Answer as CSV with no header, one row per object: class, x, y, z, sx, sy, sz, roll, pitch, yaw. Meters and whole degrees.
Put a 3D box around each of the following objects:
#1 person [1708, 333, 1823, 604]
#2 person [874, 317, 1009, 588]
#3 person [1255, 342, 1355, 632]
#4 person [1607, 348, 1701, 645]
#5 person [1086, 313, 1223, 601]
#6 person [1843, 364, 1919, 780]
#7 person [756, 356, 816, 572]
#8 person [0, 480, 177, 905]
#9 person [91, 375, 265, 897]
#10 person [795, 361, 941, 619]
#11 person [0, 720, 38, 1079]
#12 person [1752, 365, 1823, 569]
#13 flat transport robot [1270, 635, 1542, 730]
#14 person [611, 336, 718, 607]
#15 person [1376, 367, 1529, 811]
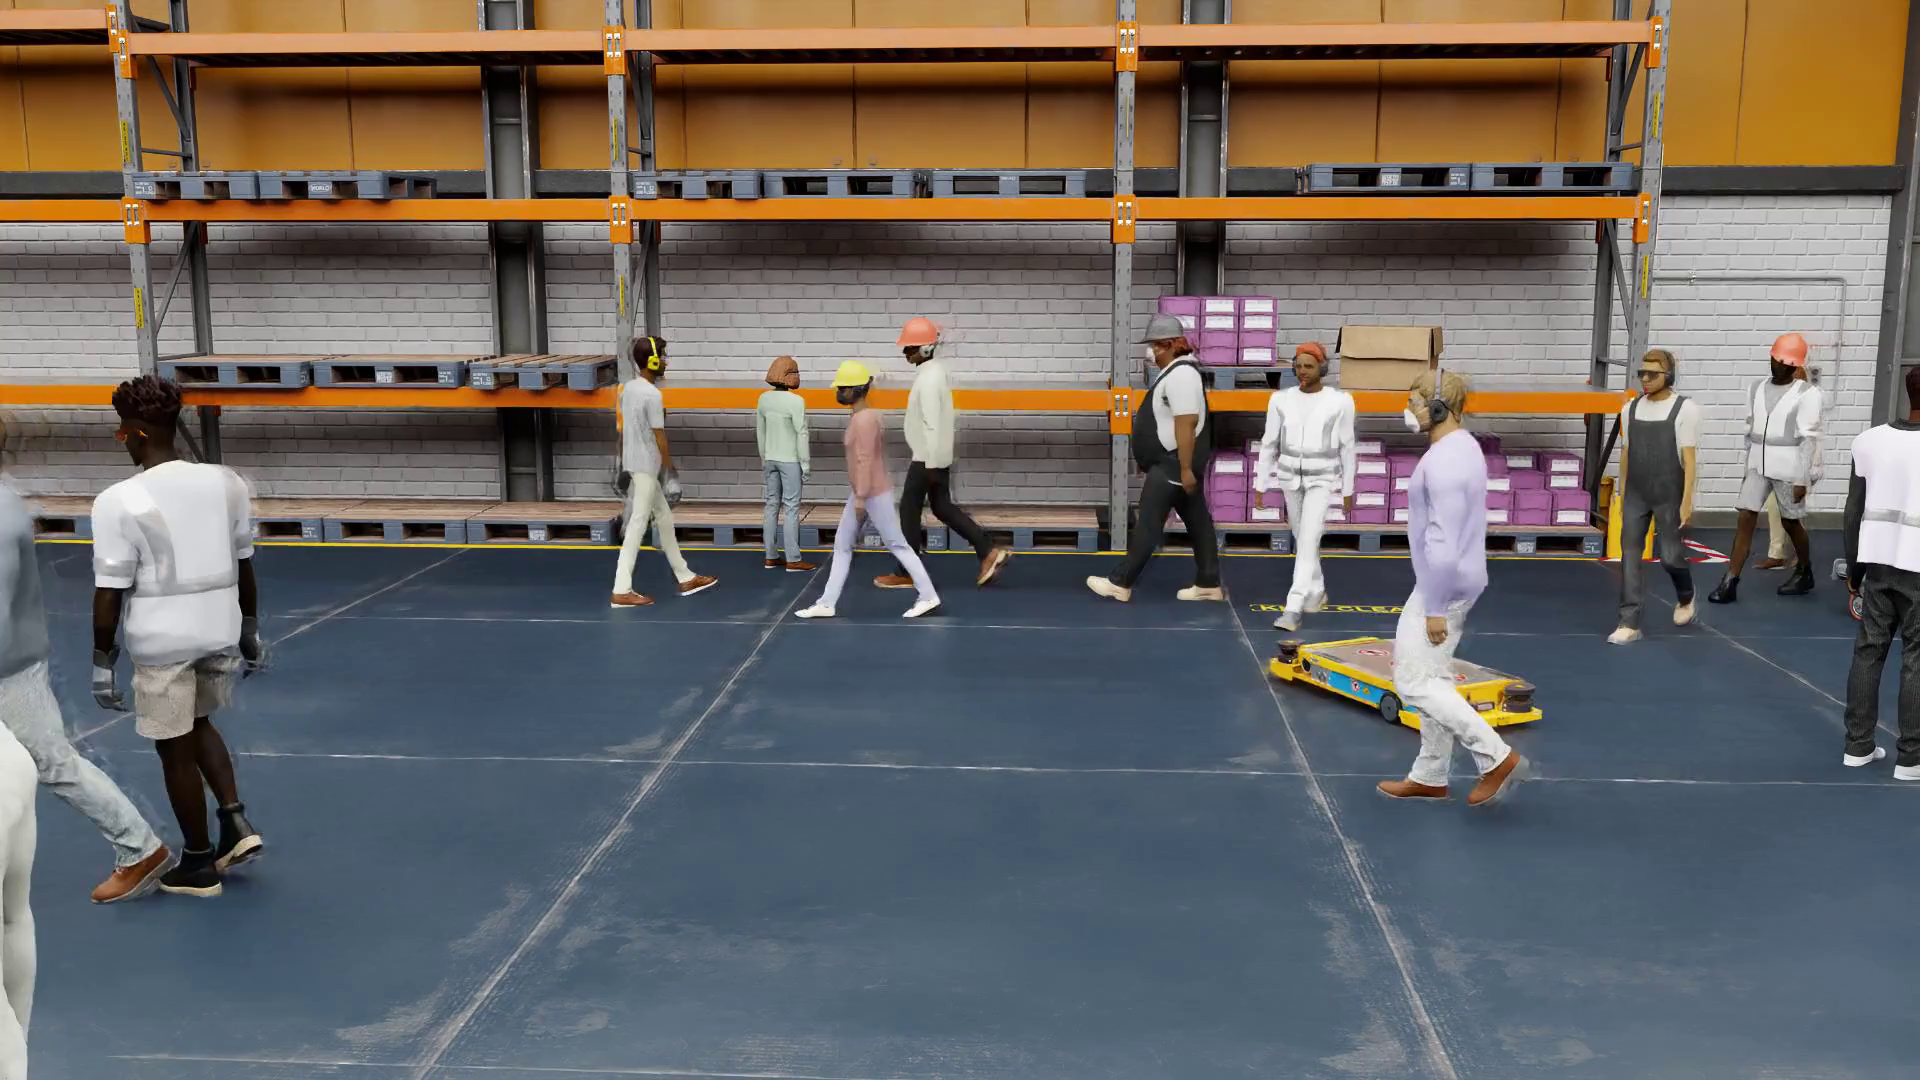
person,5.639,-0.495,11.456,1.017,1.875,0.577,-6,11,-29
person,-0.134,-0.601,11.810,0.909,1.959,0.634,1,10,7
person,2.250,-0.369,10.830,0.593,1.832,1.010,6,11,31
person,4.337,-0.279,10.299,0.754,1.826,0.515,-9,13,-42
person,1.367,-0.580,11.436,1.009,2.000,0.693,2,10,12
person,4.327,0.135,7.609,0.371,1.916,0.597,-5,11,-27
person,-1.325,-0.577,12.607,0.507,1.633,0.277,8,13,40
person,-3.371,0.439,5.907,1.001,1.901,0.654,-8,13,-39
person,-2.901,0.366,6.149,0.425,1.949,0.648,5,11,26
person,-0.571,-0.316,10.856,0.951,1.714,0.530,-2,10,-12
person,-1.716,0.970,2.673,0.371,1.935,0.627,1,10,6
person,6.207,-0.553,12.491,0.346,1.617,0.535,-3,10,-18
flat transport robot,2.344,0.740,8.883,0.652,0.197,1.431,-4,11,-24
person,-2.020,-0.470,11.374,0.903,1.834,0.562,-5,11,-29
person,2.104,0.230,7.064,0.529,1.924,0.634,4,11,23
